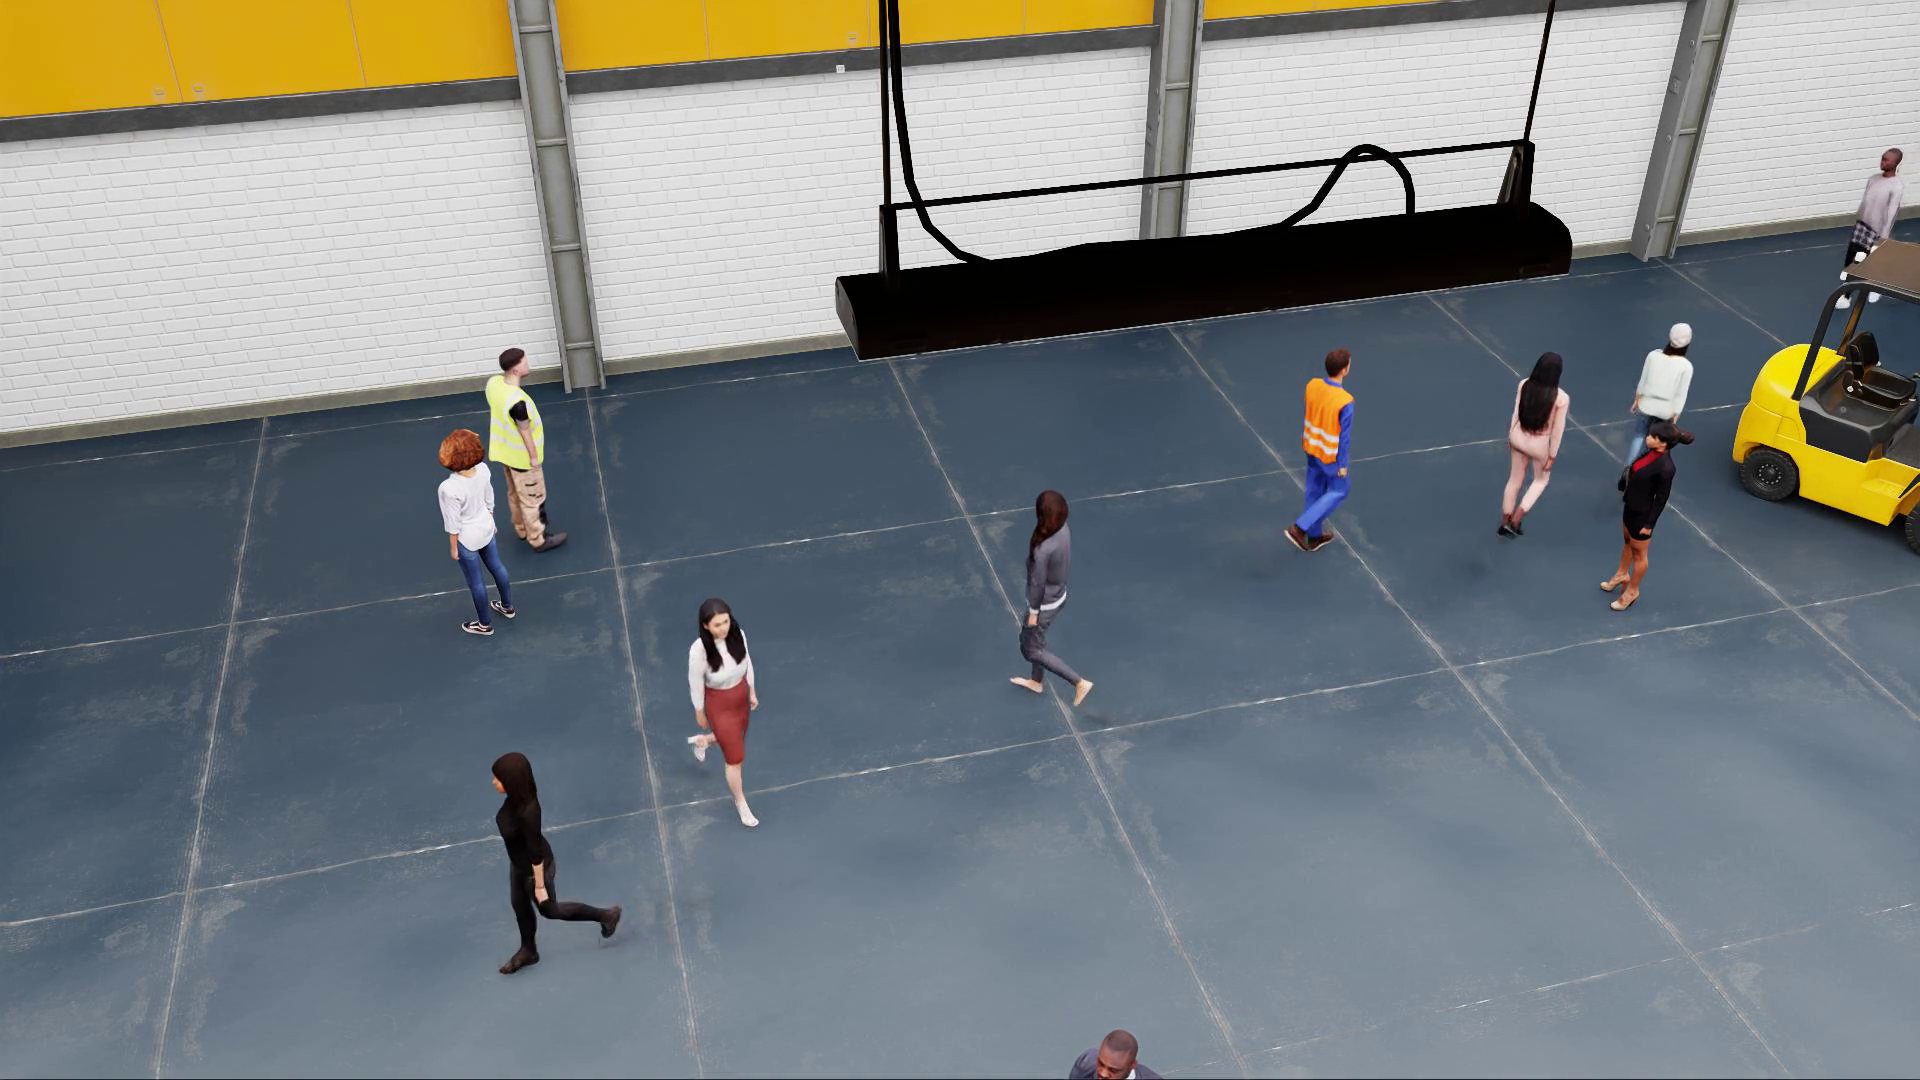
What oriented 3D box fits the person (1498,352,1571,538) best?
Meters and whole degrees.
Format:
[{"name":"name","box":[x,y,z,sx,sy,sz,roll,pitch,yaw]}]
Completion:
[{"name":"person","box":[4.639,-0.728,13.635,0.776,1.708,0.827,27,42,34]}]

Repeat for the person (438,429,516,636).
[{"name":"person","box":[-3.685,-0.070,12.640,0.808,1.713,0.750,17,37,24]}]

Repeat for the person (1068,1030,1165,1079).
[{"name":"person","box":[0.720,2.981,7.950,0.774,1.824,0.843,16,37,23]}]

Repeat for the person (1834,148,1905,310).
[{"name":"person","box":[9.566,-3.218,17.339,0.855,1.755,0.636,-10,35,-14]}]

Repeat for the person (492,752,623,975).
[{"name":"person","box":[-2.436,1.882,9.787,1.056,1.621,0.747,-18,37,-25]}]

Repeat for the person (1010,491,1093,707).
[{"name":"person","box":[0.676,0.452,11.821,1.013,1.751,0.924,15,36,21]}]

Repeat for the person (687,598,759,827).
[{"name":"person","box":[-1.568,1.070,10.909,1.015,1.731,0.953,-27,42,-35]}]

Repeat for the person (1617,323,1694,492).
[{"name":"person","box":[5.953,-1.095,14.261,0.873,1.625,0.981,25,41,32]}]

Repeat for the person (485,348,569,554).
[{"name":"person","box":[-3.573,-0.737,13.527,0.865,1.842,0.831,-26,41,-33]}]

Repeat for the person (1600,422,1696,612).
[{"name":"person","box":[5.285,-0.200,12.902,0.708,1.639,0.652,2,34,3]}]

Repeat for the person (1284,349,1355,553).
[{"name":"person","box":[2.890,-0.674,13.420,0.936,1.855,0.842,-20,38,-27]}]
